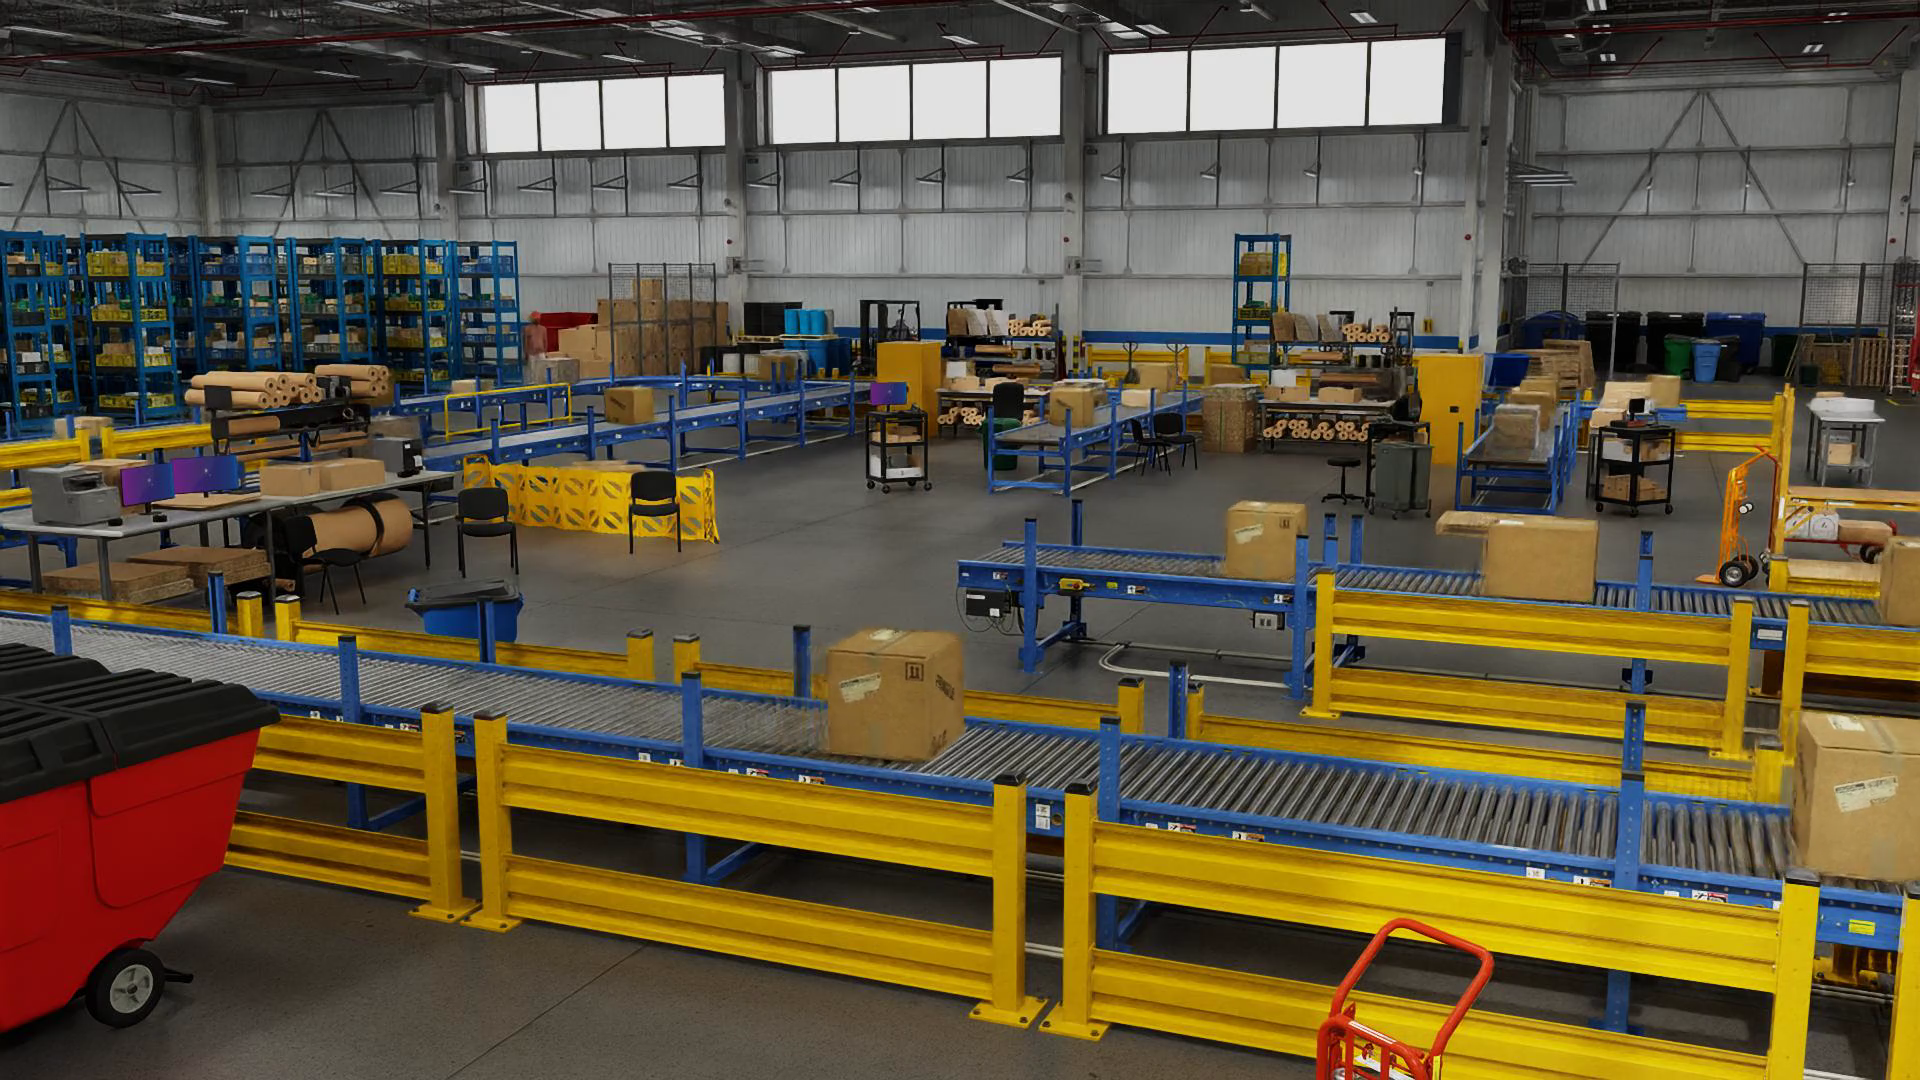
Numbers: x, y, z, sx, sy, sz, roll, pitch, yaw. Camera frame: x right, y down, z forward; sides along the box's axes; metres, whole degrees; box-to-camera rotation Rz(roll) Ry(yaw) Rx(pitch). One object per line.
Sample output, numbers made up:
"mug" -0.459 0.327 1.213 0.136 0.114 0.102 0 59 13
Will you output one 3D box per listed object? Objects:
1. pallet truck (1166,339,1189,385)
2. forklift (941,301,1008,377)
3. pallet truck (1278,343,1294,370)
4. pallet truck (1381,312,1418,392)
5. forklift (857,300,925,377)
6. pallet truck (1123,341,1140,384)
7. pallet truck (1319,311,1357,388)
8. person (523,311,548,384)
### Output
"pallet truck" 5.418 -4.269 40.420 0.704 1.261 1.522 3 10 20
"forklift" 0.365 -4.966 41.571 1.157 1.987 2.680 3 10 20
"pallet truck" 7.886 -4.163 39.743 0.653 1.274 1.630 4 10 22
"pallet truck" 10.207 -4.283 38.369 0.823 1.965 1.885 3 10 20
"forklift" -1.732 -5.109 42.468 1.157 1.987 2.680 4 10 22
"pallet truck" 4.445 -4.380 41.279 0.680 1.201 1.601 4 10 22
"pallet truck" 9.071 -4.419 39.190 0.823 1.965 1.885 5 10 26
"person" -10.073 -4.466 39.625 0.650 1.938 1.041 -7 12 -37
